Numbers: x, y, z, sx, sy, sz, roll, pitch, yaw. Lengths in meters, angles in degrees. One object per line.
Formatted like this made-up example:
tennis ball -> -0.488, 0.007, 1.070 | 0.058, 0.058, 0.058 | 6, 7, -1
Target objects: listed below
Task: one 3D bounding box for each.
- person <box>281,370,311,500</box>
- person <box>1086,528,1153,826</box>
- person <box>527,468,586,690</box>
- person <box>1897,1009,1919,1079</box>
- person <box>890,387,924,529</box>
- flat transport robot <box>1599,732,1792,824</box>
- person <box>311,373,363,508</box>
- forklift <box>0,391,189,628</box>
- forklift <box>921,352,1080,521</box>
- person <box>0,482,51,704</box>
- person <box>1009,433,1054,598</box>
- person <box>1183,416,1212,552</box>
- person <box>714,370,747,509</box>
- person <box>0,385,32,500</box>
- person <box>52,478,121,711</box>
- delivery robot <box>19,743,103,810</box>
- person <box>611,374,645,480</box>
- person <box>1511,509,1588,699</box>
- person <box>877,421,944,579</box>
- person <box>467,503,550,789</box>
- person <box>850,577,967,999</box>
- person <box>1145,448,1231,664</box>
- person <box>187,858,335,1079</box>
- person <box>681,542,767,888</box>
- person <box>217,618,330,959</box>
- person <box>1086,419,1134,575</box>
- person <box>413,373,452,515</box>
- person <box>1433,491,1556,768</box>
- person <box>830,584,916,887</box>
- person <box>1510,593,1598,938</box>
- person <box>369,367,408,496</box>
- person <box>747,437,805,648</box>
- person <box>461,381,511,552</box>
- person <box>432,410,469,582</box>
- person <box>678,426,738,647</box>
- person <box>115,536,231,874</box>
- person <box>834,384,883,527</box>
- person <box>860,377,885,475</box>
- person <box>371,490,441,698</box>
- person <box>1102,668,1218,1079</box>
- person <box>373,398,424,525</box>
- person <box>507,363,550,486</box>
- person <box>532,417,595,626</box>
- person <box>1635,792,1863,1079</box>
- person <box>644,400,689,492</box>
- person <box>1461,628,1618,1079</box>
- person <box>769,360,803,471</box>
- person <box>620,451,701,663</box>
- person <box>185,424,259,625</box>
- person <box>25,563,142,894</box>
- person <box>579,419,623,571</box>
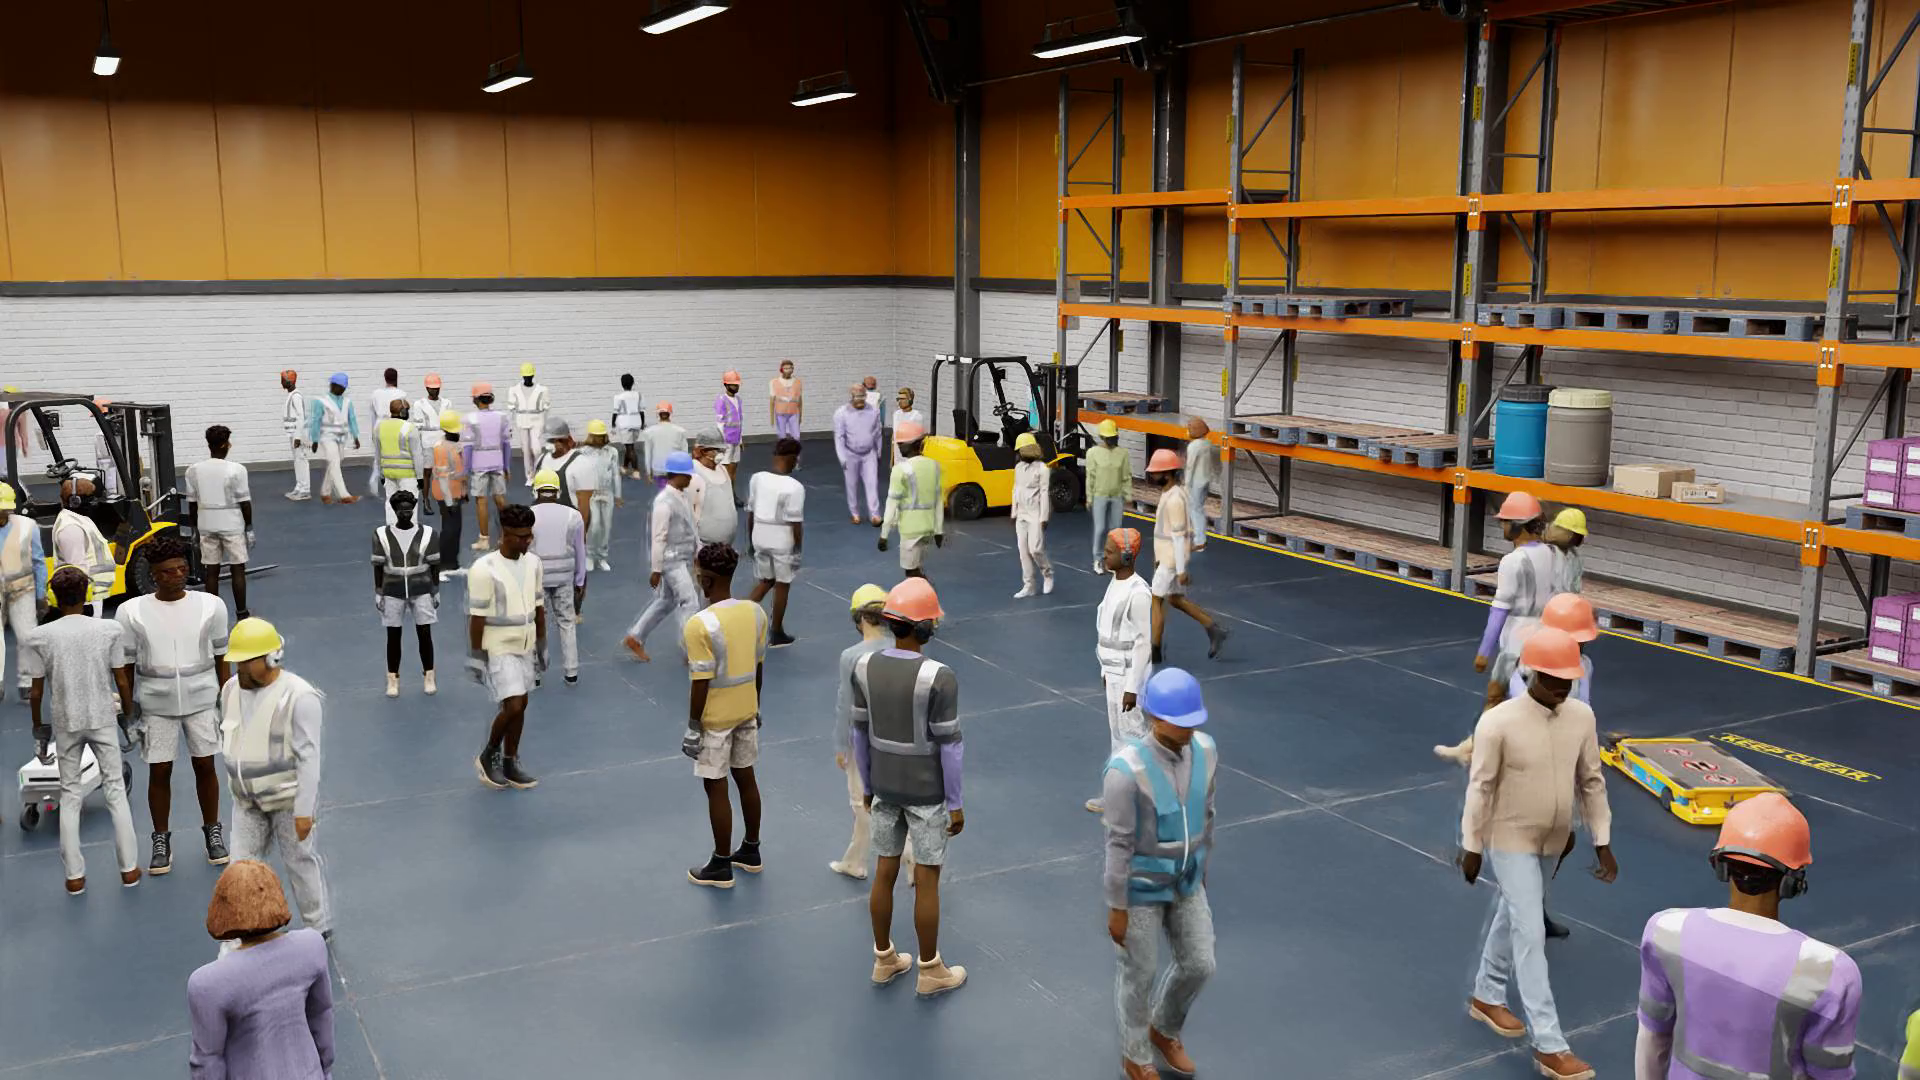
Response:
person -> -9.623, -1.523, 24.086 | 0.358, 1.881, 0.574 | -6, 11, -29
person -> 1.018, 0.851, 10.418 | 0.353, 1.883, 0.573 | -2, 10, -11
person -> -3.379, 0.317, 13.694 | 0.595, 1.819, 0.403 | -5, 11, -24
person -> 3.148, 1.896, 5.070 | 0.537, 1.640, 0.903 | -2, 10, -10
person -> -0.693, -1.043, 21.430 | 0.508, 1.846, 0.345 | 7, 12, 35
flat transport robot -> 4.839, 1.557, 10.990 | 0.652, 0.197, 1.431 | 0, 10, -2
person -> -8.774, -1.408, 23.436 | 0.888, 1.875, 0.624 | 5, 11, 25
forklift -> -9.026, -0.363, 16.508 | 1.214, 2.155, 2.313 | 6, 11, 29
forklift -> 0.460, -1.461, 22.833 | 2.313, 2.155, 1.214 | -5, 11, -28
person -> -7.548, 0.424, 13.140 | 0.660, 1.793, 0.584 | -5, 11, -28
person -> 0.764, -0.251, 17.269 | 0.459, 1.713, 0.527 | -9, 13, -41
person -> 2.862, -0.674, 19.963 | 0.346, 1.637, 0.526 | 7, 12, 37
person -> -3.180, -1.397, 23.198 | 0.377, 1.938, 0.547 | 4, 11, 24
person -> -13.365, -1.316, 23.353 | 0.784, 1.716, 0.528 | 4, 11, 24
person -> -6.809, 0.427, 12.976 | 0.429, 1.843, 0.633 | -5, 11, -26
delivery robot -> -5.663, 1.442, 10.566 | 0.477, 0.478, 0.707 | -1, 10, -5
person -> -5.273, -1.797, 26.309 | 0.549, 1.642, 0.858 | -9, 13, -42
person -> 4.369, 0.611, 12.274 | 0.528, 1.708, 0.420 | -4, 11, -21
person -> -0.466, -0.099, 15.466 | 0.552, 2.022, 0.629 | 7, 12, 37
person -> -2.962, 0.718, 11.024 | 0.451, 1.940, 0.619 | 5, 11, 28
person -> -0.232, 1.187, 8.022 | 0.607, 2.044, 0.377 | 6, 12, 32
person -> 1.914, 0.150, 14.388 | 0.821, 1.910, 0.542 | 1, 10, 8
person -> -2.263, 1.844, 5.472 | 0.332, 1.619, 0.508 | 6, 11, 29
person -> -1.344, 0.981, 9.430 | 0.361, 1.963, 0.618 | 6, 12, 32
person -> -3.457, 1.283, 8.191 | 0.627, 1.792, 0.750 | 3, 10, 19
person -> 1.657, -0.466, 18.369 | 0.556, 1.755, 0.366 | -3, 10, -19
person -> -7.149, -1.309, 22.694 | 0.550, 1.935, 0.376 | -9, 13, -42
person -> 3.742, 0.665, 11.195 | 1.042, 1.989, 0.628 | 8, 13, 40
person -> -0.447, 1.120, 9.354 | 0.711, 1.722, 0.554 | 7, 12, 36
person -> 2.981, 1.184, 8.422 | 0.589, 1.916, 0.509 | -6, 12, -32
person -> -8.425, -1.593, 24.498 | 0.603, 1.890, 0.893 | 2, 10, 12
person -> -1.681, 0.040, 14.958 | 0.662, 1.934, 0.634 | 7, 12, 35
person -> -5.690, -0.877, 19.947 | 0.639, 2.034, 0.399 | -9, 13, -41
person -> -5.543, -0.489, 18.172 | 0.400, 1.886, 0.666 | 0, 10, 2
person -> -2.269, -0.041, 15.102 | 0.536, 2.000, 0.702 | 5, 11, 28
person -> -4.536, 0.943, 9.645 | 0.613, 1.965, 0.361 | -5, 11, -28
person -> -1.289, -1.085, 21.596 | 0.668, 1.859, 0.939 | -3, 10, -16
person -> -1.452, -1.787, 26.367 | 0.526, 1.599, 0.739 | -2, 10, -10
person -> -4.455, 0.427, 13.423 | 0.537, 1.693, 0.320 | -3, 10, -17
person -> 0.858, 1.441, 6.934 | 0.619, 1.914, 0.510 | -6, 12, -31
person -> -6.669, -0.772, 19.890 | 0.633, 1.839, 0.429 | 4, 10, 20
person -> -6.556, -1.732, 25.244 | 0.613, 1.902, 0.702 | 0, 10, -3
person -> -3.827, -0.183, 15.916 | 0.706, 2.000, 0.535 | 6, 11, 30
person -> 2.295, 1.737, 4.903 | 0.404, 2.035, 0.602 | -9, 13, -43
person -> -3.697, -0.898, 20.943 | 0.560, 1.725, 0.731 | 1, 10, 5
person -> 2.598, 1.352, 7.304 | 0.636, 1.948, 0.959 | -4, 11, -24
person -> -2.828, -2.024, 27.150 | 0.578, 1.826, 0.554 | -3, 10, -18
person -> -2.522, 0.169, 14.293 | 0.934, 1.911, 0.604 | 1, 10, 7
person -> -6.973, -0.115, 15.739 | 0.612, 1.963, 0.362 | 1, 10, 4
person -> -4.905, 1.055, 9.323 | 0.523, 1.860, 0.317 | -4, 11, -24
person -> -4.040, -0.494, 18.628 | 0.487, 1.727, 0.423 | -7, 12, -33
